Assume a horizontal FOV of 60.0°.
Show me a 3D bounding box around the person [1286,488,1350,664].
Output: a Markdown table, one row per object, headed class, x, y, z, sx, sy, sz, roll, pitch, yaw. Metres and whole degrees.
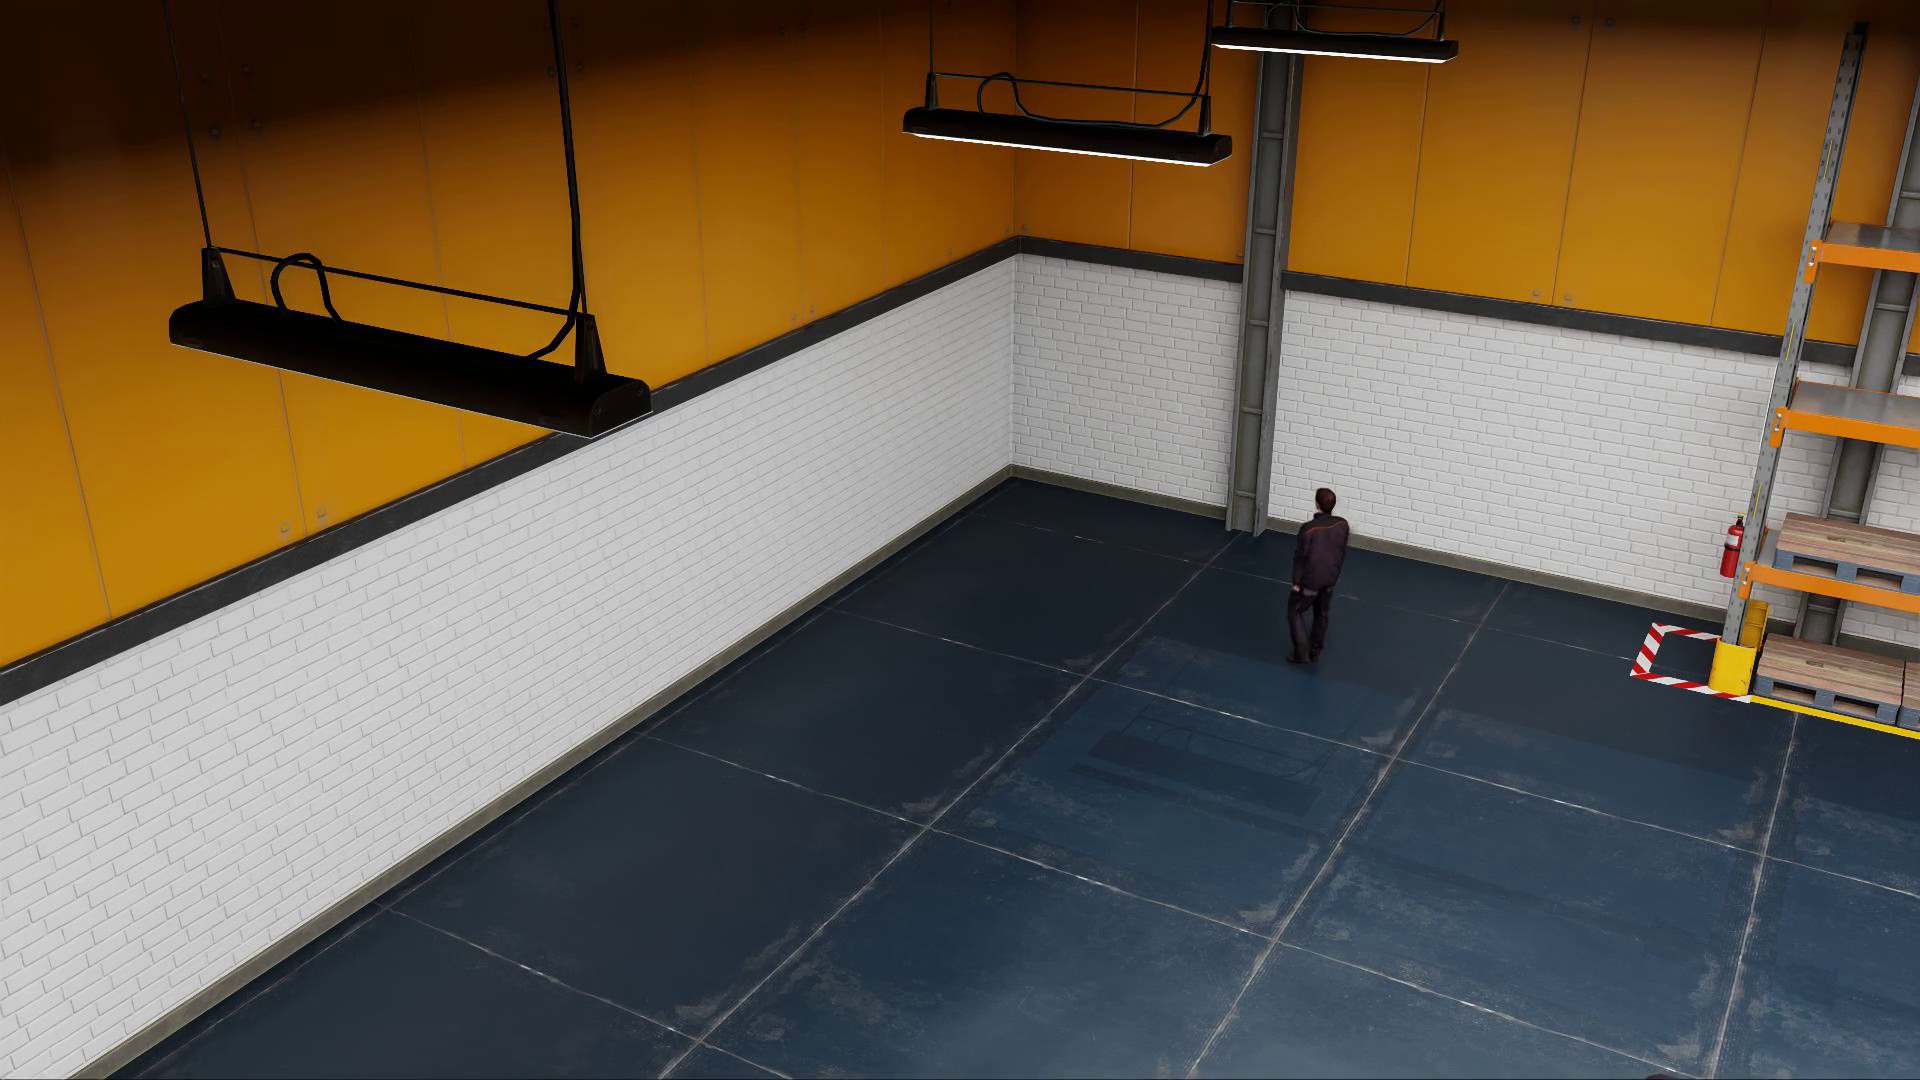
| class | x | y | z | sx | sy | sz | roll | pitch | yaw |
| --- | --- | --- | --- | --- | --- | --- | --- | --- | --- |
| person | 3.446 | 0.381 | 15.892 | 0.886 | 1.834 | 0.942 | -7 | 25 | -15 |
